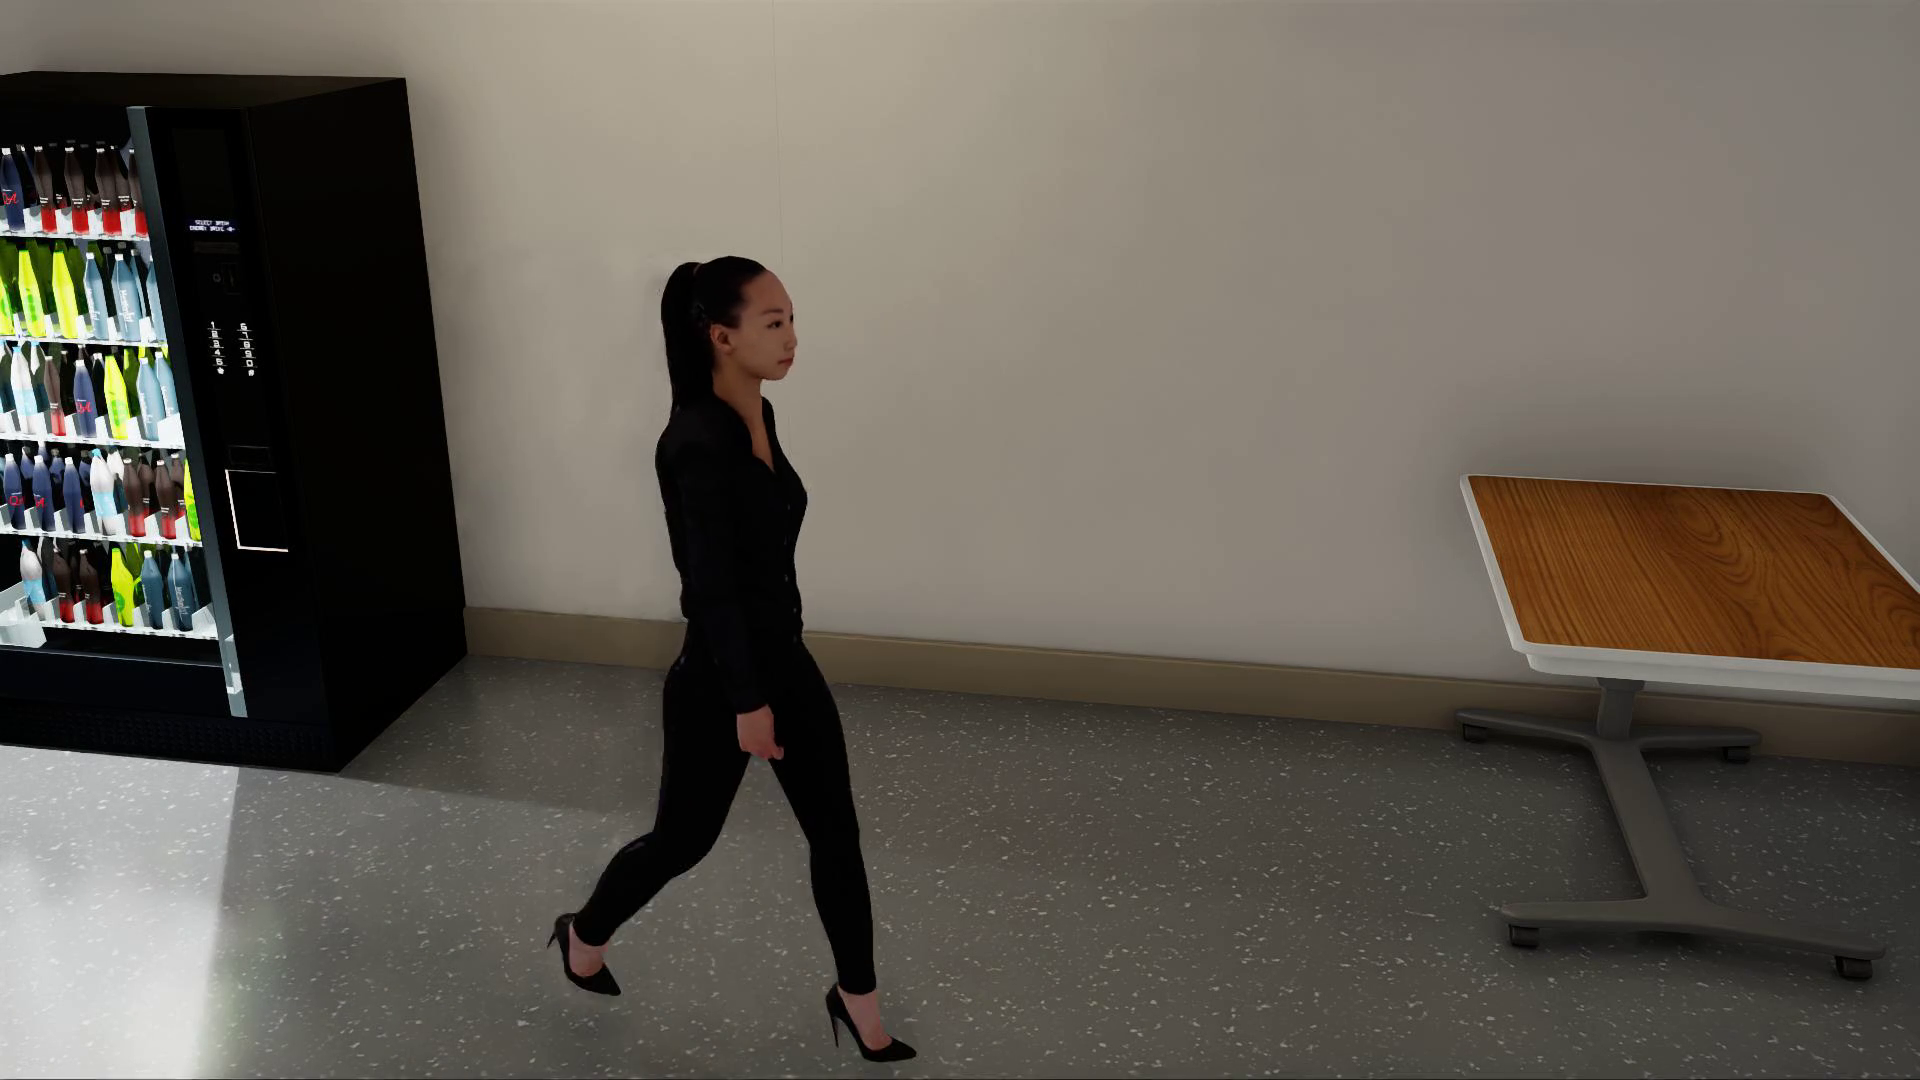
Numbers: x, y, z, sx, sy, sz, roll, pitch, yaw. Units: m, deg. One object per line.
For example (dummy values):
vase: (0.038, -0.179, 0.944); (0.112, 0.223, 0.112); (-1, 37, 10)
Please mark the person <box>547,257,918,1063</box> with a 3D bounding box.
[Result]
person: (-0.514, 0.305, 3.269); (1.094, 1.679, 0.674); (7, 22, 17)
